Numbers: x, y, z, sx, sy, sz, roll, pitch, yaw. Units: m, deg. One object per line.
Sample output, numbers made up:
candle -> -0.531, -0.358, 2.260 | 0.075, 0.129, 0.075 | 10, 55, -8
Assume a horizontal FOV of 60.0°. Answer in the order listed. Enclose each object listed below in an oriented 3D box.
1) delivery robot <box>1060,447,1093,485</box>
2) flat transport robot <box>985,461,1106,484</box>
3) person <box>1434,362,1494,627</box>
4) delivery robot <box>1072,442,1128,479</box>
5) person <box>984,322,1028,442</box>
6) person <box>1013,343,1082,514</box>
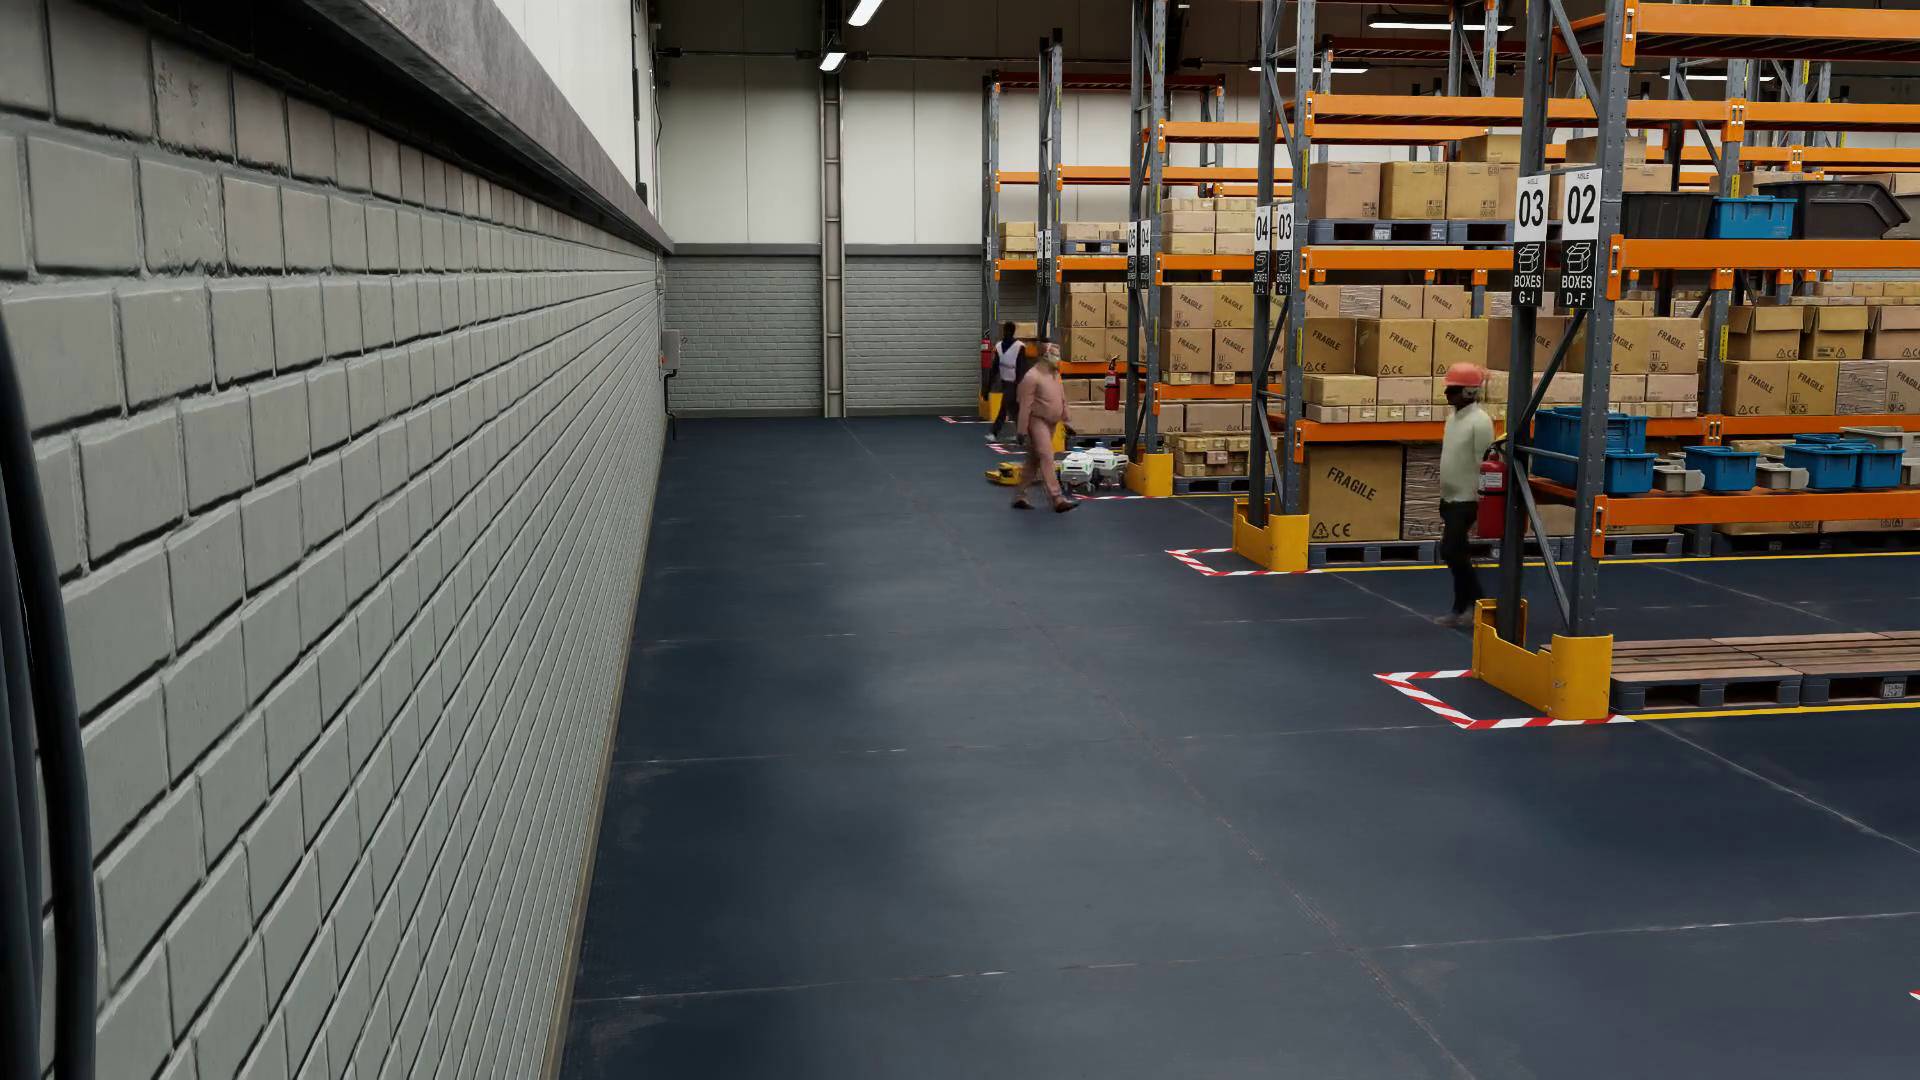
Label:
delivery robot -> 1.393, -0.867, 19.779 | 0.477, 0.478, 0.707 | 1, 9, 9
flat transport robot -> 1.096, -0.864, 20.922 | 1.431, 0.197, 0.652 | -3, 10, -18
person -> 3.682, -0.317, 12.265 | 0.443, 1.981, 0.645 | -1, 9, -8
delivery robot -> 1.701, -0.952, 20.299 | 0.707, 0.478, 0.477 | 8, 12, 42
person -> 0.691, -2.438, 25.735 | 0.897, 1.851, 0.737 | -7, 12, -38
person -> 0.969, -1.224, 18.272 | 0.970, 1.853, 0.651 | 5, 11, 30
